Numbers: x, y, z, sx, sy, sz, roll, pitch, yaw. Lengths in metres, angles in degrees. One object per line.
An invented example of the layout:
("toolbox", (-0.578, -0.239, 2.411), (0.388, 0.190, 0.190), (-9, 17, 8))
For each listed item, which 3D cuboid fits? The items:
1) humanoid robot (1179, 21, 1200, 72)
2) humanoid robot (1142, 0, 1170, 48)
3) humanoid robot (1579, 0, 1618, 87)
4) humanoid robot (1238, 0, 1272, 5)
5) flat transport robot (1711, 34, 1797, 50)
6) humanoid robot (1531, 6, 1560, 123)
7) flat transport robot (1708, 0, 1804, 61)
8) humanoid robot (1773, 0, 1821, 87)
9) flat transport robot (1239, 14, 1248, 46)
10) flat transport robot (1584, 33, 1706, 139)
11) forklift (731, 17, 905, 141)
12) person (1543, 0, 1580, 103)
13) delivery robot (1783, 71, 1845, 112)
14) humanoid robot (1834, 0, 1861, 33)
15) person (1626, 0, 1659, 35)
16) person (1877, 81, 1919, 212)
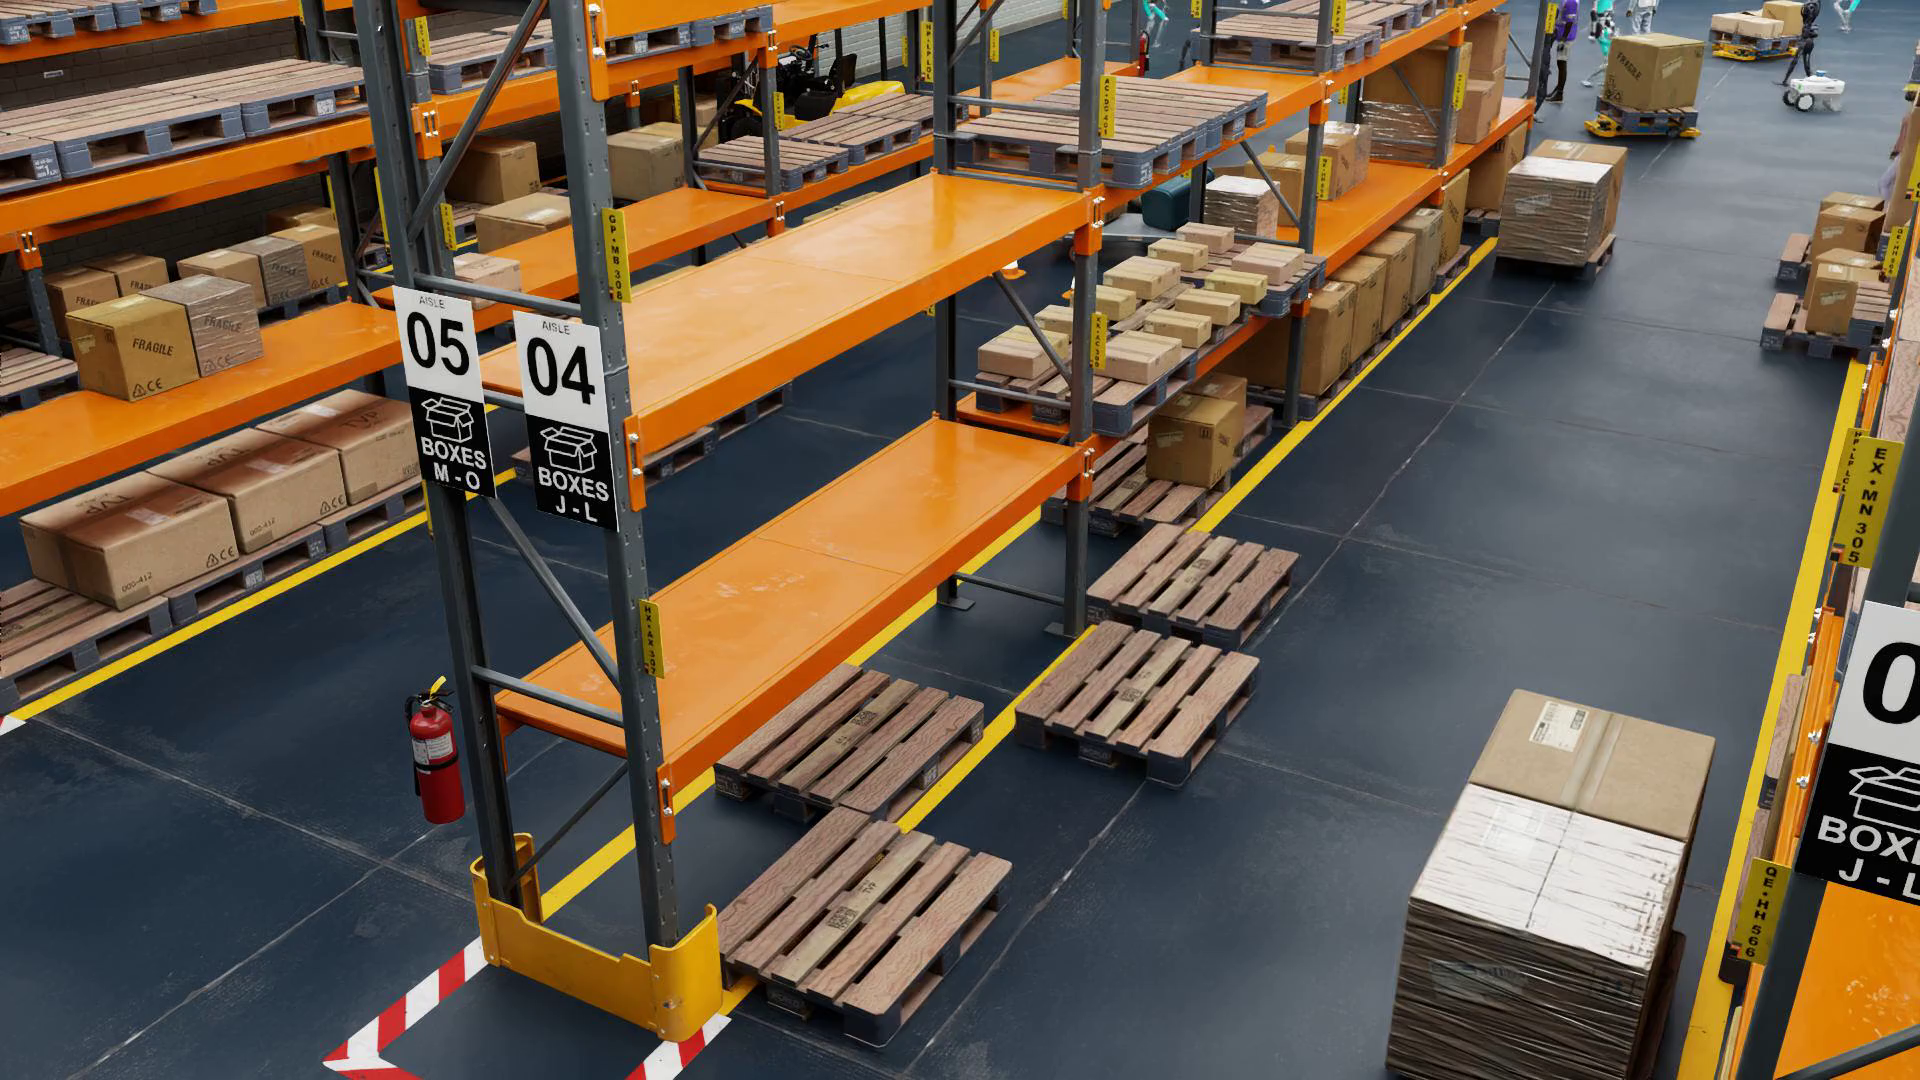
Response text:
("humanoid robot", (3.223, -6.244, 22.703), (0.588, 1.636, 0.491), (14, 29, 27))
("humanoid robot", (3.494, -9.734, 29.887), (0.745, 1.781, 0.531), (-13, 29, -25))
("humanoid robot", (10.319, -7.984, 26.246), (0.610, 1.767, 0.893), (-19, 32, -34))
("humanoid robot", (6.053, -11.890, 34.385), (1.013, 1.754, 0.535), (-7, 26, -14))
("flat transport robot", (14.271, -8.899, 29.832), (1.431, 0.231, 0.659), (11, 28, 21))
("humanoid robot", (8.419, -6.880, 24.012), (0.329, 1.650, 0.590), (4, 26, 9))
("flat transport robot", (13.999, -8.638, 29.291), (1.431, 0.231, 0.659), (-12, 28, -24))
("humanoid robot", (13.395, -7.957, 26.302), (0.683, 1.629, 0.584), (9, 27, 19))
("flat transport robot", (5.176, -7.979, 27.922), (1.431, 0.231, 0.659), (2, 26, 3))
("flat transport robot", (9.652, -5.868, 23.535), (1.431, 0.231, 0.659), (0, 26, 0))
("forklift", (-1.819, -5.975, 21.543), (2.313, 2.155, 1.214), (14, 29, 26))
("person", (9.186, -7.663, 25.310), (0.368, 1.966, 0.602), (8, 27, 17))
("delivery robot", (12.877, -6.758, 25.051), (0.781, 0.591, 0.499), (0, 26, 1))
("humanoid robot", (16.900, -10.428, 31.443), (0.702, 1.903, 0.555), (1, 26, 2))
("person", (11.626, -9.068, 28.289), (0.600, 1.915, 0.380), (-10, 27, -19))
("person", (10.507, -4.295, 18.565), (0.571, 1.750, 0.542), (14, 29, 26))
